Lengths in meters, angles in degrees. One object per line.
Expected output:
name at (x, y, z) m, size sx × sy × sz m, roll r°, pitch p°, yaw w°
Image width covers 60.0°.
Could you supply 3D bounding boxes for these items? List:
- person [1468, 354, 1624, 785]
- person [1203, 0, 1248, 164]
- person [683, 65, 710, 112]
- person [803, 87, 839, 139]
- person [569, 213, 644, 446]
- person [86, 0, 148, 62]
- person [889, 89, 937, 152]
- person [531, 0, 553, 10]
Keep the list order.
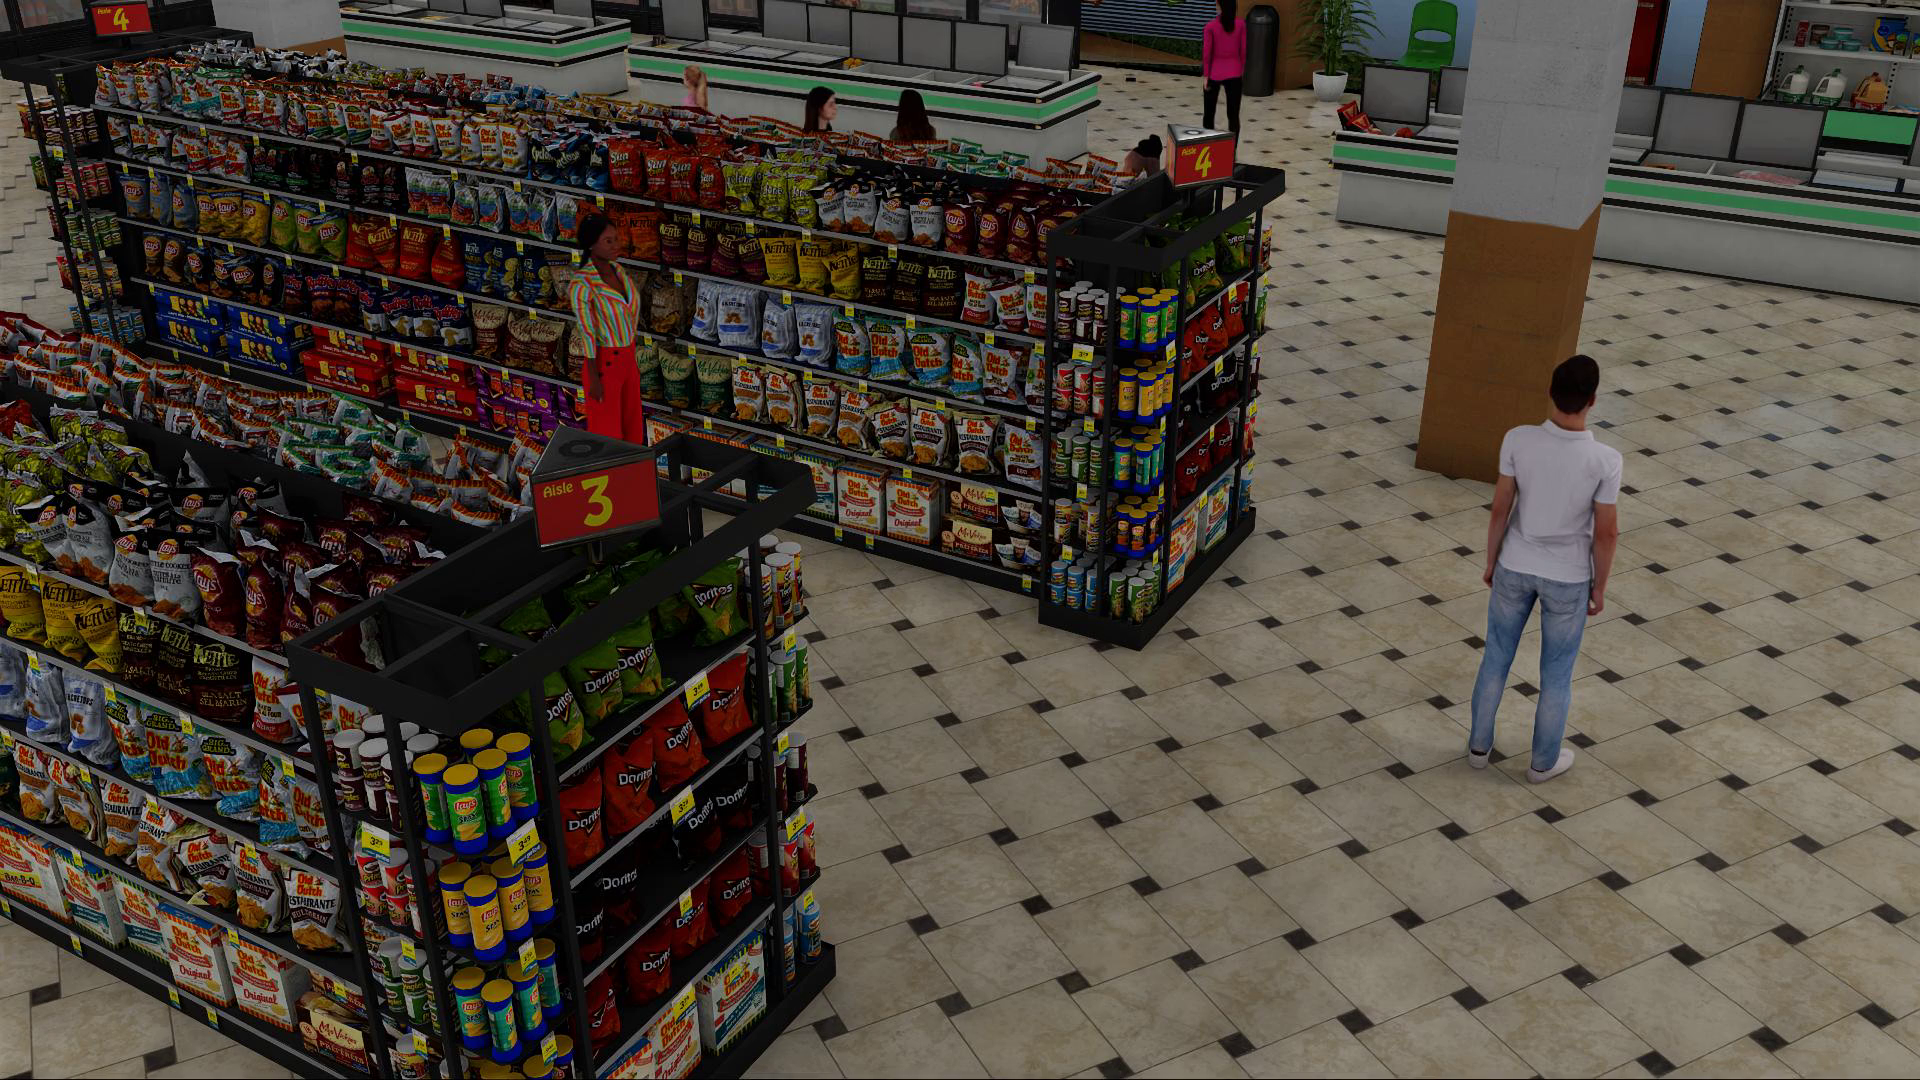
person at (2.365, 0.138, 6.744) m, size 0.486 × 1.852 × 0.713 m, roll 17°, pitch 31°, yaw 30°
person at (2.537, -4.373, 15.836) m, size 1.090 × 1.673 × 0.967 m, roll 1°, pitch 27°, yaw 2°
person at (-2.263, -3.527, 14.627) m, size 0.791 × 1.259 × 0.499 m, roll 15°, pitch 31°, yaw 27°
person at (-1.102, -2.501, 12.207) m, size 0.946 × 1.618 × 0.775 m, roll 4°, pitch 27°, yaw 9°
person at (-1.830, -0.842, 8.742) m, size 0.565 × 1.793 × 0.620 m, roll 10°, pitch 29°, yaw 19°
person at (-8.171, -4.656, 16.228) m, size 0.579 × 1.824 × 0.697 m, roll 16°, pitch 31°, yaw 28°
person at (-0.364, -2.711, 12.779) m, size 0.654 × 1.475 × 0.649 m, roll -15°, pitch 31°, yaw -27°
person at (-5.697, -7.692, 22.290) m, size 0.545 × 1.755 × 0.583 m, roll 19°, pitch 33°, yaw 33°
